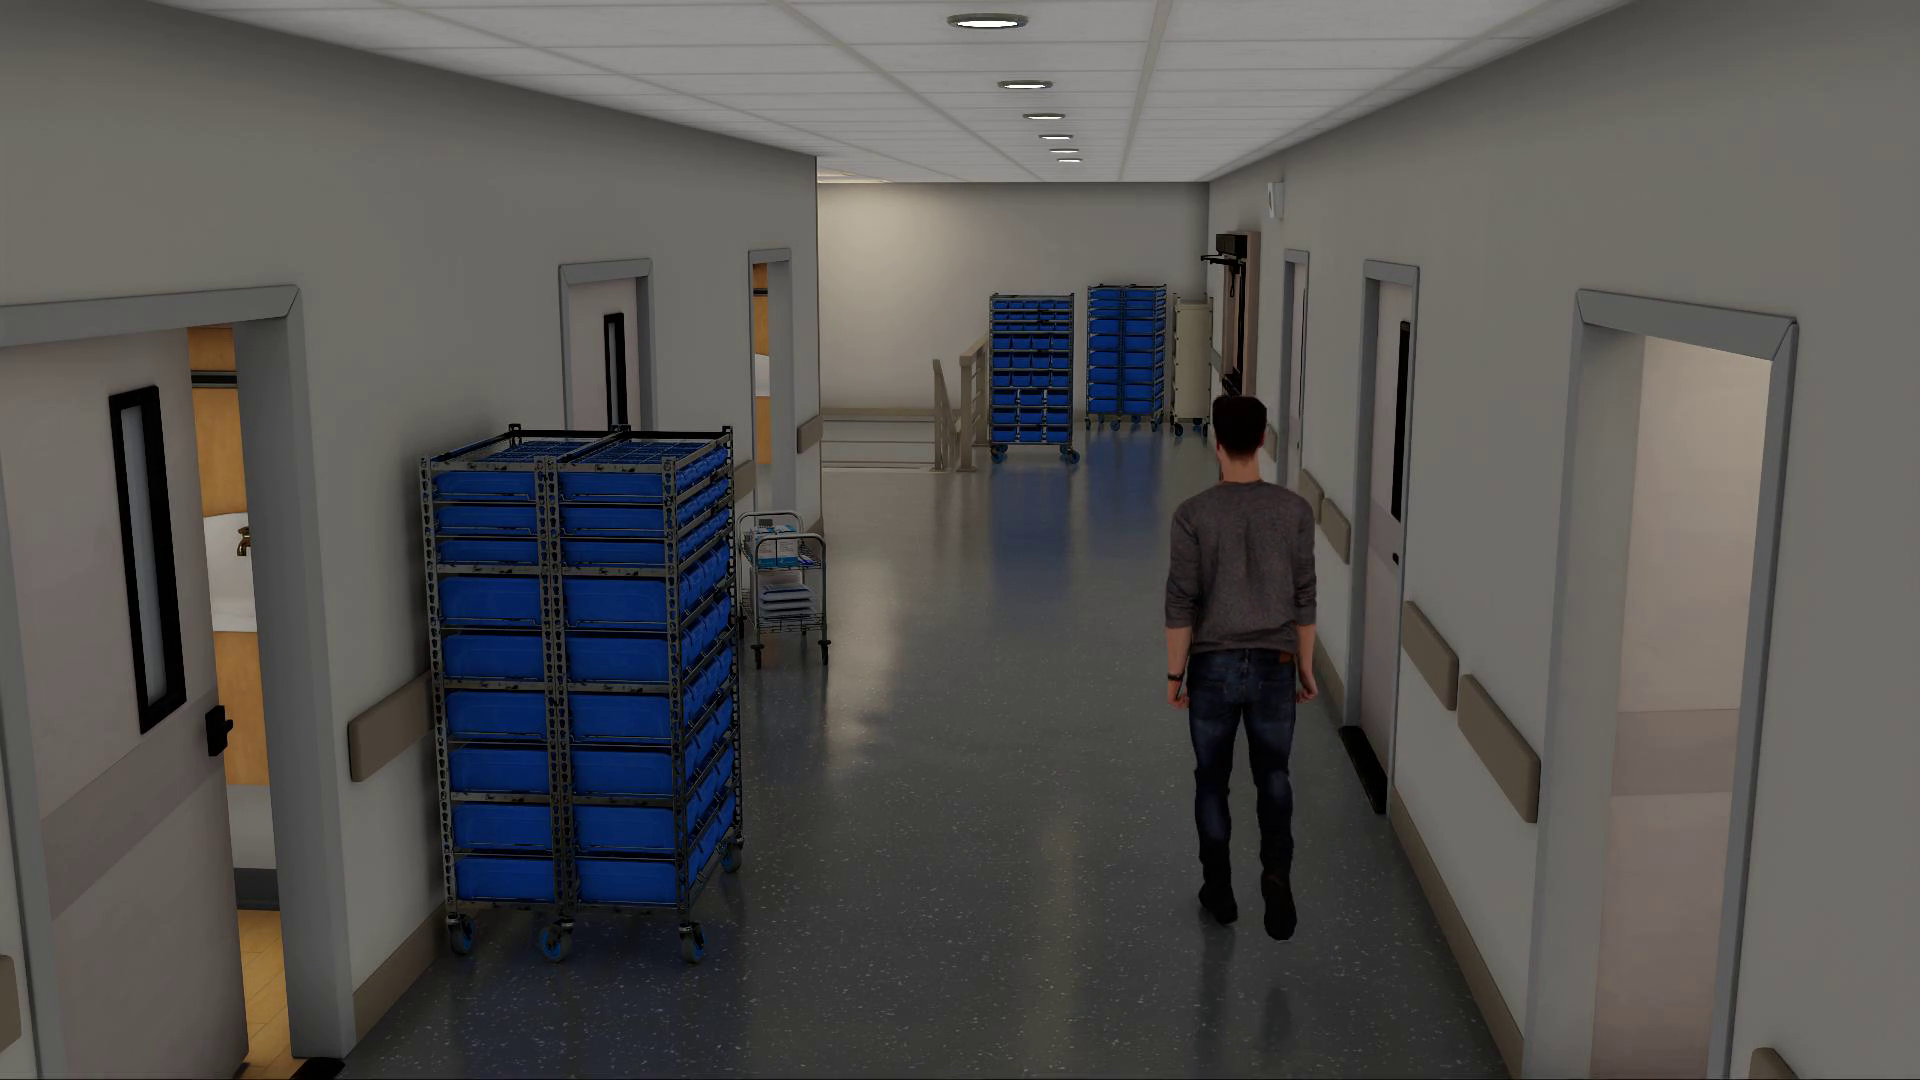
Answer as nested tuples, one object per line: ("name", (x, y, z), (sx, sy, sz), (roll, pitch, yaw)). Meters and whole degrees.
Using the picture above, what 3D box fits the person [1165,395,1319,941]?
("person", (0.985, 0.471, 5.691), (0.734, 1.889, 0.972), (0, 11, 0))
